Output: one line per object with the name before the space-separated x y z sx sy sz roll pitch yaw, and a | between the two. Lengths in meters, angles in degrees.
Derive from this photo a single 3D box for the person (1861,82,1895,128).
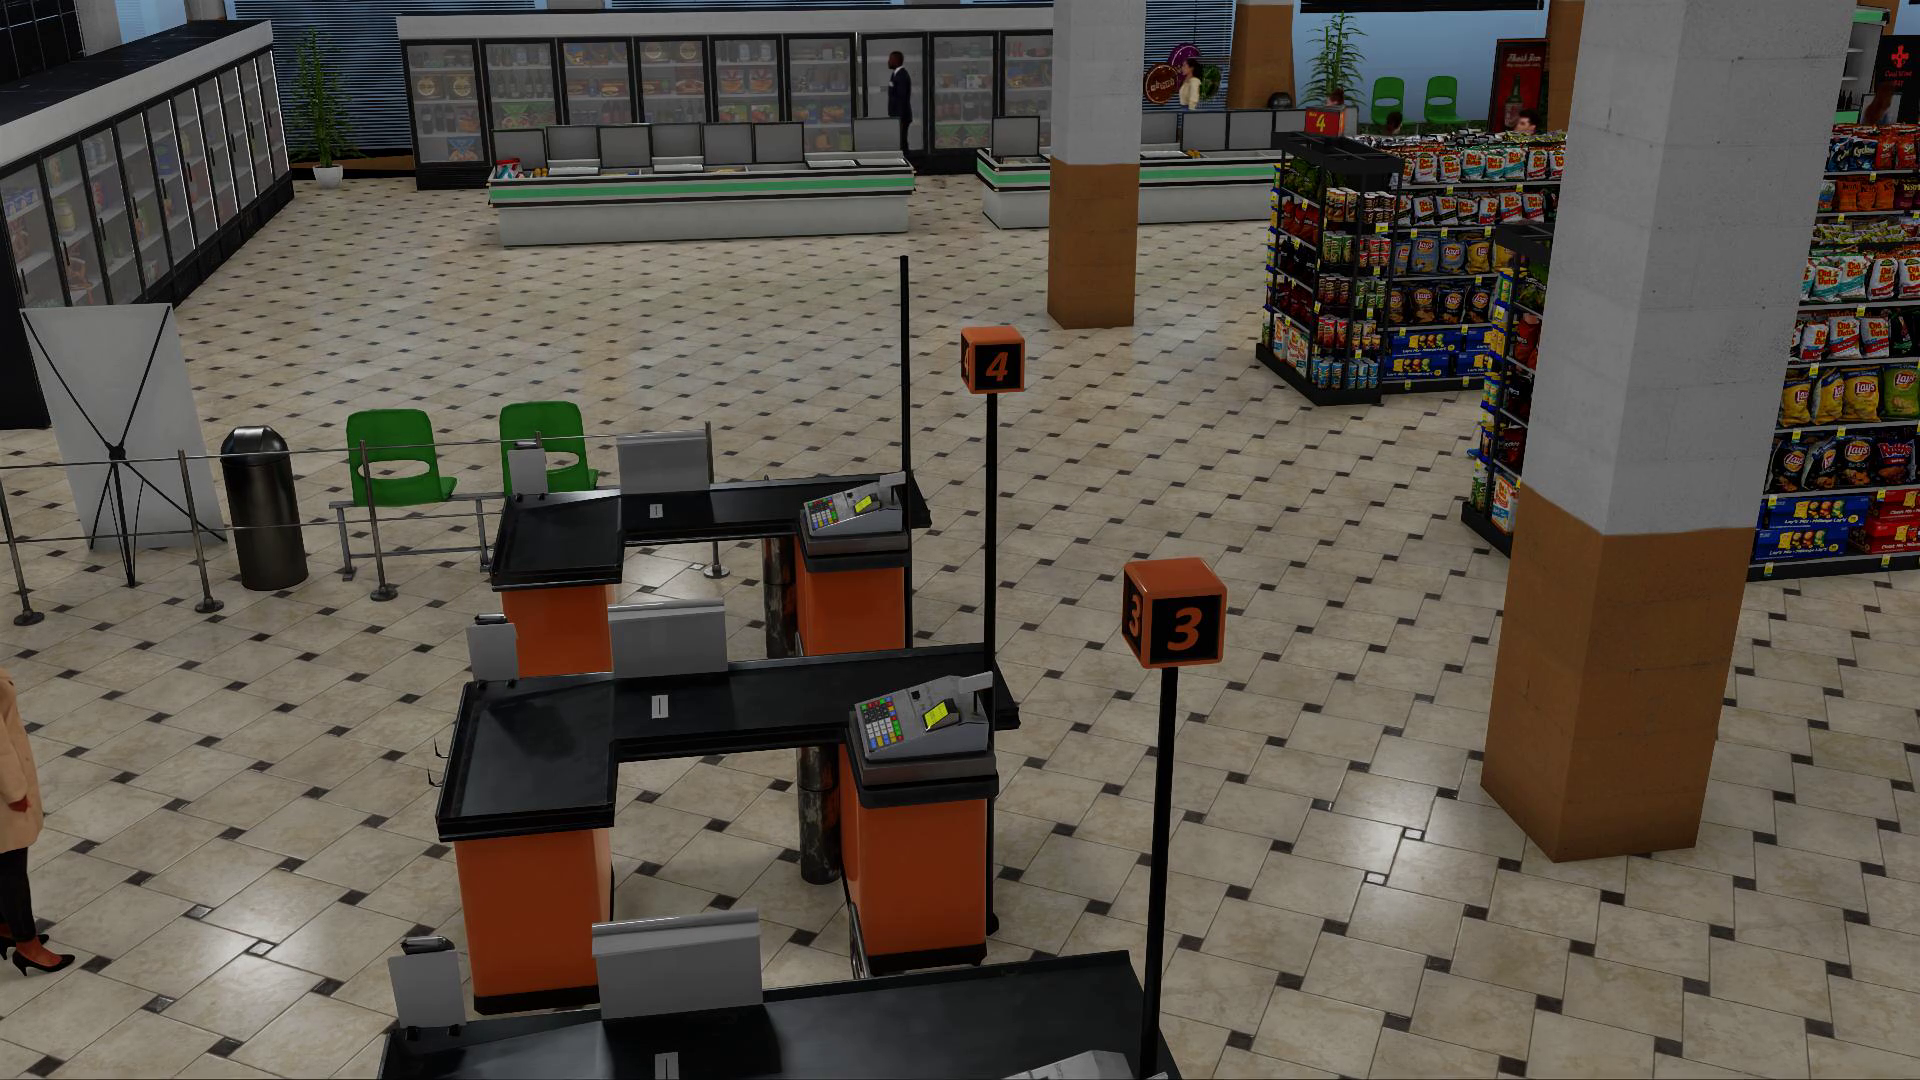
person | 11.293 -4.802 20.601 0.556 1.703 0.642 -7 23 -17

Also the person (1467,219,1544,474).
person | 3.994 -1.401 11.966 0.584 1.830 0.700 -2 22 -5

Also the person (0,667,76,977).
person | -3.747 0.915 6.401 0.710 1.682 0.734 19 29 39

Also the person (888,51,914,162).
person | -0.826 -5.794 22.909 0.624 1.824 0.725 -1 22 -2
